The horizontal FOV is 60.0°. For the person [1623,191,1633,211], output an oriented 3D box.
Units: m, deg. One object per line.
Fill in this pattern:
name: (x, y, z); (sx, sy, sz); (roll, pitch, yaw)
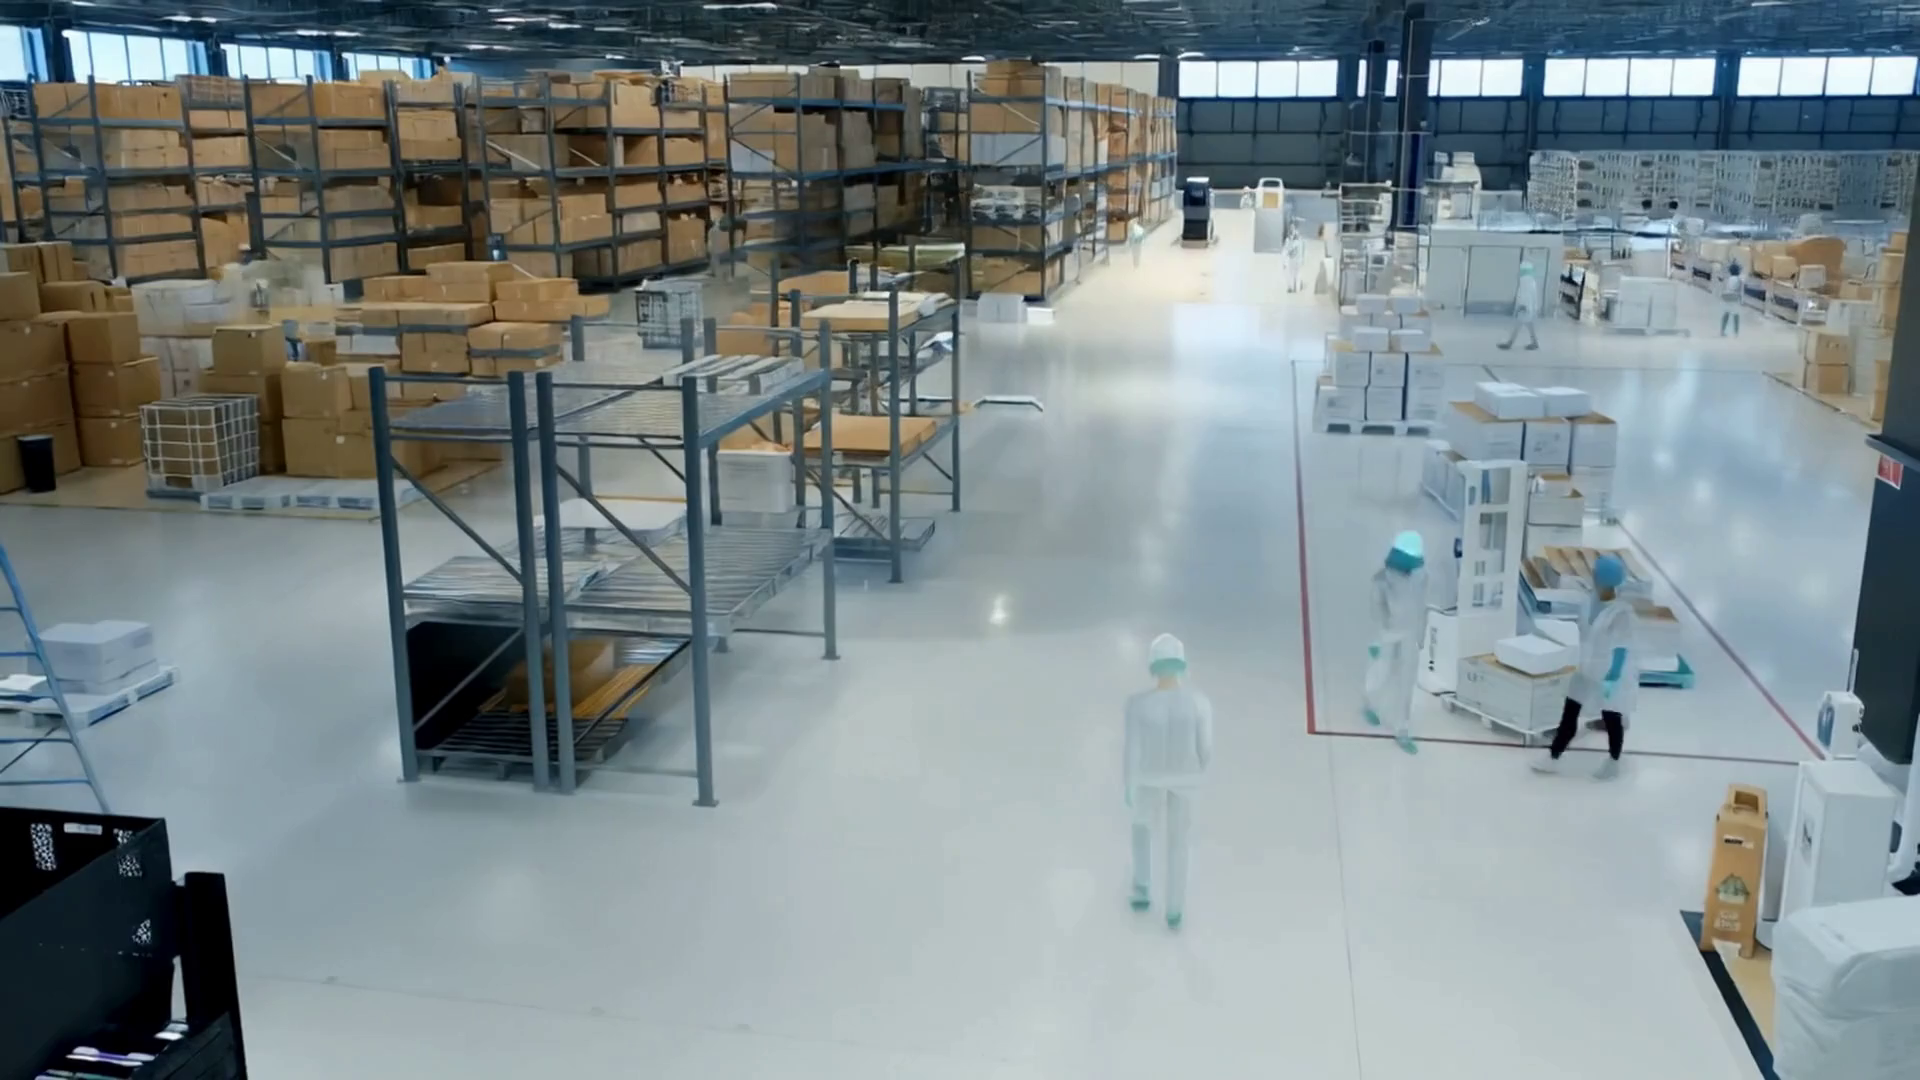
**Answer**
person: (32.984, -16.401, 81.873); (1.205, 1.891, 0.636); (1, 14, 3)

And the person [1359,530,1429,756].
person: (3.319, 0.713, 12.759); (0.492, 1.697, 0.878); (-2, 14, -10)

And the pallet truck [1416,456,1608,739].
pallet truck: (4.504, 0.400, 13.395); (0.823, 1.965, 1.885); (-6, 15, -23)

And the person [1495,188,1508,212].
person: (26.014, -15.936, 79.907); (0.636, 1.911, 0.406); (9, 17, 33)

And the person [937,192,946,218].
person: (-0.916, -18.225, 89.304); (0.671, 1.849, 0.984); (3, 14, 10)

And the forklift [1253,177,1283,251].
forklift: (12.083, -12.747, 64.956); (1.129, 2.768, 1.873); (3, 14, 10)

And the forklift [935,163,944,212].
forklift: (-1.230, -20.056, 94.631); (1.873, 2.768, 1.129); (3, 14, 10)

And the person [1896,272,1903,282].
person: (20.401, -5.087, 35.584); (0.689, 2.000, 0.539); (2, 14, 8)

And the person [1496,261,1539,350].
person: (11.982, -4.988, 35.498); (1.008, 1.879, 0.563); (-1, 14, -3)

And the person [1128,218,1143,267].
person: (6.054, -10.222, 57.206); (0.529, 1.665, 0.755); (-3, 14, -10)

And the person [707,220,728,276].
person: (-7.609, -9.081, 52.161); (0.665, 1.868, 0.518); (-3, 14, -13)

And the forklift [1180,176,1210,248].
forklift: (9.427, -13.105, 66.410); (1.129, 2.768, 1.873); (2, 14, 10)

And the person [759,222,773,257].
person: (-7.065, -11.329, 61.811); (0.785, 1.613, 0.513); (-1, 14, -6)

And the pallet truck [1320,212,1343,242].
pallet truck: (15.874, -13.227, 70.310); (0.680, 1.201, 1.601); (10, 17, 35)

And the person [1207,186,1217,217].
person: (13.569, -18.233, 89.615); (0.661, 1.720, 0.493); (12, 18, 39)

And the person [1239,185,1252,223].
person: (14.509, -17.003, 84.249); (0.605, 1.916, 0.959); (-5, 15, -20)

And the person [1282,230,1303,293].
person: (9.628, -8.081, 48.200); (0.612, 1.813, 0.423); (3, 14, 11)

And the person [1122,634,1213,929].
person: (1.221, 1.407, 9.834); (0.544, 1.750, 0.566); (1, 14, 3)

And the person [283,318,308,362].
person: (-10.113, -2.461, 25.328); (0.345, 1.846, 0.508); (4, 14, 16)

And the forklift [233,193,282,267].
forklift: (-20.408, -8.774, 48.824); (1.129, 2.768, 1.873); (3, 14, 10)

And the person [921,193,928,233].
person: (-1.598, -14.973, 75.934); (0.543, 1.938, 0.356); (1, 14, 6)

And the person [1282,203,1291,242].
person: (13.752, -13.438, 70.349); (0.493, 1.626, 0.283); (-4, 14, -15)

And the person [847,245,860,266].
person: (-2.838, -6.884, 43.596); (0.531, 1.692, 0.320); (4, 14, 15)

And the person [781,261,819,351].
person: (-3.302, -4.959, 35.321); (0.983, 1.922, 0.617); (-2, 14, -8)

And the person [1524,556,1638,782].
person: (4.463, 0.946, 11.835); (0.753, 1.667, 0.546); (-6, 15, -22)

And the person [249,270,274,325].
person: (-13.758, -4.366, 32.892); (0.636, 1.921, 0.598); (3, 14, 12)

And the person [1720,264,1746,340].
person: (17.376, -5.362, 37.433); (0.539, 1.674, 0.482); (11, 17, 37)

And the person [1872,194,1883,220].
person: (43.157, -15.433, 78.057); (0.861, 1.808, 0.608); (2, 14, 10)

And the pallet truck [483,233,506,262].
pallet truck: (-11.832, -7.026, 43.548); (1.885, 1.965, 0.823); (8, 16, 28)
